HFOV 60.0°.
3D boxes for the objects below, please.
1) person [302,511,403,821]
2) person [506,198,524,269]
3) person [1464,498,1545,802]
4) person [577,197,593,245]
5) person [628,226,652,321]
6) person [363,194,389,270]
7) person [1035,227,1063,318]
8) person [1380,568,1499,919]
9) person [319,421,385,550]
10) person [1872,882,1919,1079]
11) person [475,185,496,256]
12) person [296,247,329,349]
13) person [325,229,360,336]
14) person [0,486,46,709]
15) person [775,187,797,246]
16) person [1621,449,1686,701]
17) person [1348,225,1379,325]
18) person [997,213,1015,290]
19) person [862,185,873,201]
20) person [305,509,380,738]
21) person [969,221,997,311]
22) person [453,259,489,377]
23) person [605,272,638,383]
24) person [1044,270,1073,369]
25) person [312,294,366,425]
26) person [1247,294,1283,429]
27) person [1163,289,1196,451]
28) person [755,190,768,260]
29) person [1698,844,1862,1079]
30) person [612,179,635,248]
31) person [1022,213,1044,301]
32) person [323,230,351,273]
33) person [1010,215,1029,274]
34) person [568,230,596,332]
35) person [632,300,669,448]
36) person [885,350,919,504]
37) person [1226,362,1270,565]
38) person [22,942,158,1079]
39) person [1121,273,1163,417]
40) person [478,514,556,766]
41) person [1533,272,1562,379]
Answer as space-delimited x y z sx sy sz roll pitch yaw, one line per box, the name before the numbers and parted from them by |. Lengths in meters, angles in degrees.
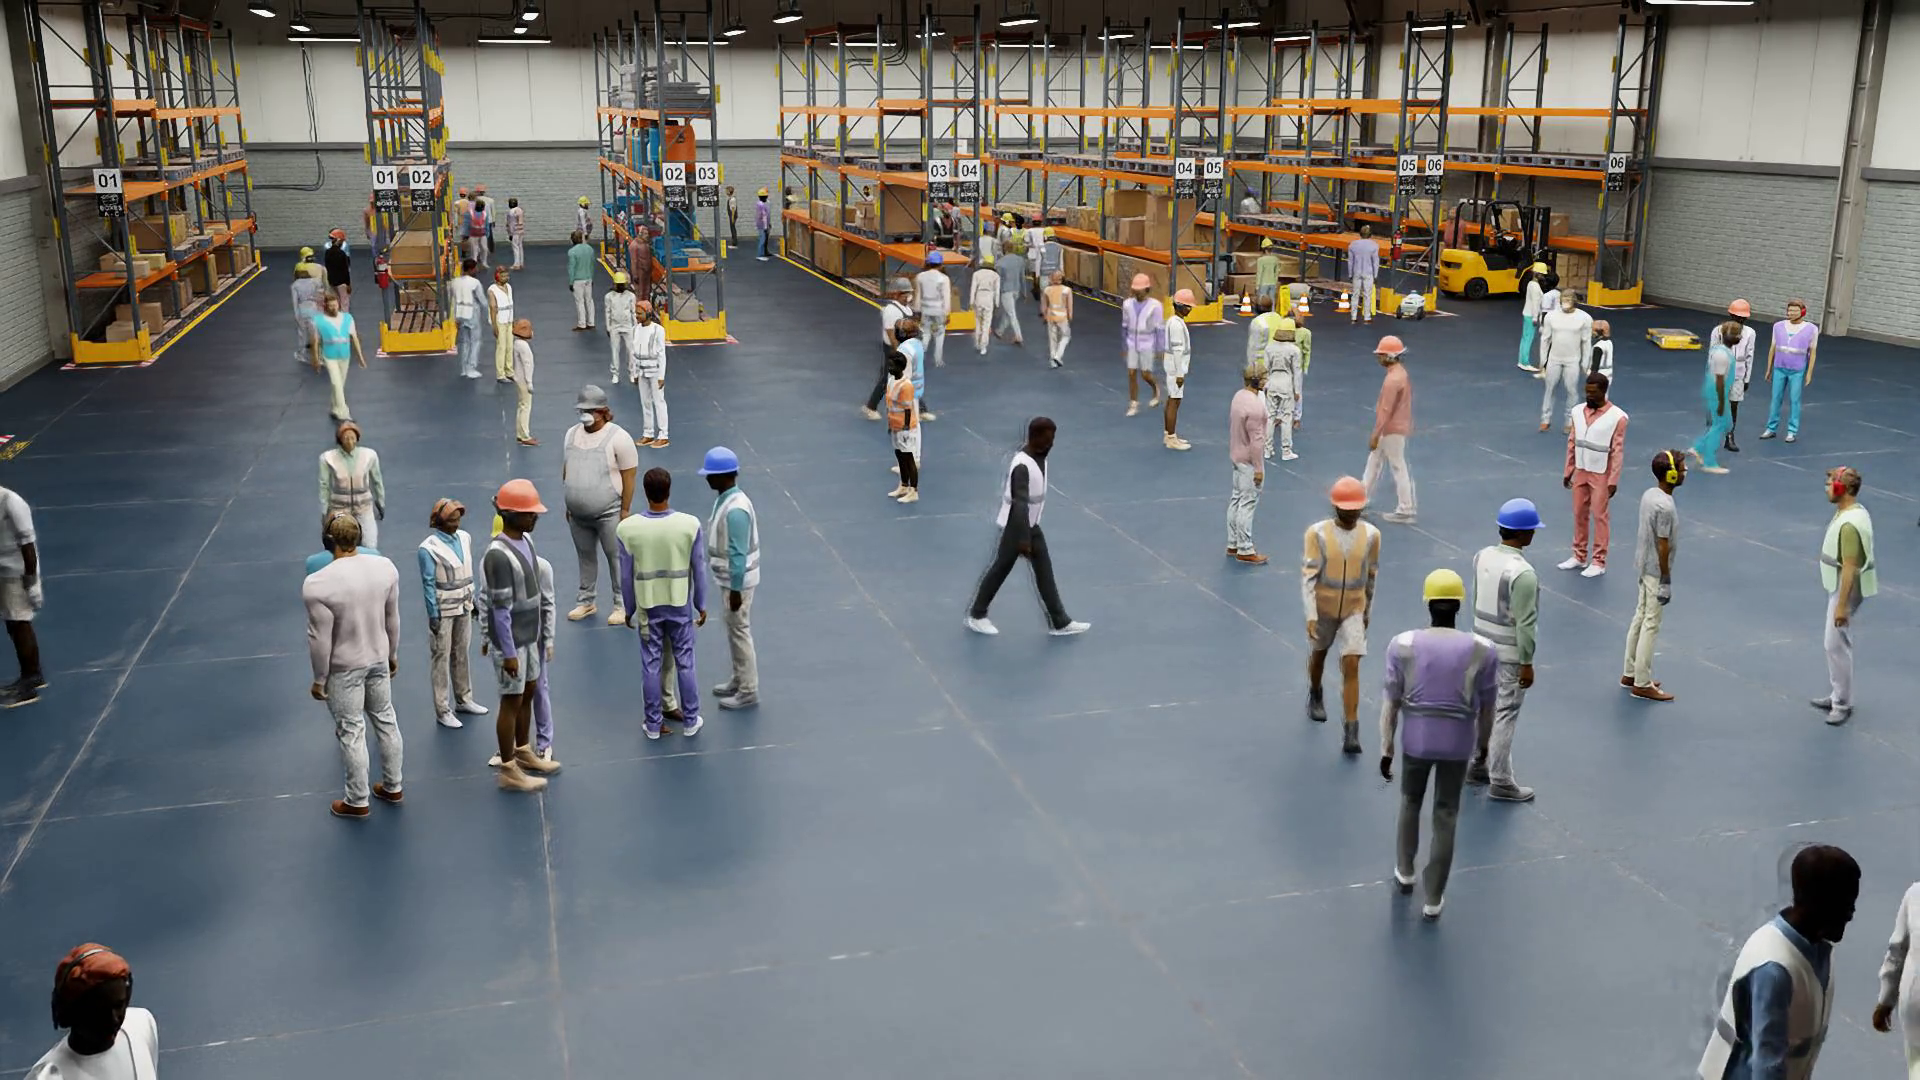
person | -3.719 0.770 10.236 0.372 1.940 0.630 10 18 33
person | -11.608 -7.987 43.376 0.429 1.843 0.630 2 15 8
person | 3.443 0.688 10.525 0.385 1.948 0.603 -4 15 -14
person | -9.924 -8.160 44.042 0.403 1.833 0.586 -5 16 -18
person | -6.316 -5.289 33.133 0.401 1.894 0.654 5 16 18
person | -15.232 -8.062 43.470 0.620 1.951 1.017 -4 15 -14
person | 1.792 -5.416 33.712 0.601 1.831 0.404 -5 16 -19
person | 2.622 1.089 9.137 0.603 1.890 0.732 5 16 18
person | -5.360 -0.251 14.689 0.552 1.621 0.408 -7 16 -24
person | 3.848 1.889 6.487 0.843 1.702 0.588 -2 15 -9
person | -13.391 -8.982 46.888 0.670 1.975 0.506 -13 20 -41
person | -11.490 -4.280 29.479 0.497 1.817 0.624 12 19 37
person | -11.594 -4.805 31.124 0.608 1.986 0.389 10 18 34
person | -7.019 0.273 12.148 0.667 1.945 0.609 10 18 33
person | -5.170 -9.604 49.542 0.859 1.794 0.637 4 16 16
person | 5.166 0.250 12.313 0.326 1.876 0.520 1 15 5
person | 7.942 -5.217 32.764 0.628 1.940 0.373 9 17 31
person | 1.050 -6.542 37.984 0.404 1.824 0.586 -4 15 -15
person | -2.711 -9.537 49.176 0.518 1.866 0.340 12 19 37
person | -4.222 0.589 11.499 0.501 1.633 0.282 -8 17 -26
person | 0.486 -5.591 34.187 0.626 1.926 0.570 -5 16 -17
person | -7.765 -3.541 26.582 0.601 1.885 0.567 11 18 35
person | -5.287 -3.319 26.019 0.487 1.738 0.321 -3 15 -10
person | 1.619 -3.630 27.377 0.543 1.623 0.365 8 17 27
person | -8.515 -2.465 22.705 0.966 1.795 0.574 13 20 40
person | 4.042 -2.365 22.220 0.633 1.841 0.429 -14 20 -41
person | 2.776 -2.158 21.073 0.389 2.034 0.605 0 15 2
person | -5.458 -8.661 45.813 0.418 1.904 0.640 -7 17 -25
person | 2.833 1.945 5.970 0.615 1.857 0.978 -13 20 -40
person | -9.997 -9.734 49.567 0.676 2.000 0.536 -3 15 -12
person | 1.668 -6.294 36.915 0.569 1.882 0.975 -3 15 -11
person | -13.221 -5.759 35.369 0.537 1.639 0.892 -5 16 -18
person | 1.388 -6.758 39.025 0.533 1.698 0.322 4 15 16
person | -7.230 -4.944 31.763 0.378 1.929 0.635 9 17 31
person | -3.962 -2.113 21.211 0.576 1.879 0.356 11 18 35
person | -0.645 -1.247 18.312 0.322 1.690 0.537 -6 16 -22
person | 2.766 -0.740 15.914 0.356 1.938 0.638 -2 15 -8
person | -2.637 2.136 5.205 0.362 1.881 0.575 2 15 8
person | 2.567 -2.734 23.259 0.609 2.026 0.640 10 18 32
person | -2.929 0.652 11.007 0.524 1.770 0.315 2 15 8
person | 9.364 -3.404 26.420 0.321 1.689 0.530 12 19 39
